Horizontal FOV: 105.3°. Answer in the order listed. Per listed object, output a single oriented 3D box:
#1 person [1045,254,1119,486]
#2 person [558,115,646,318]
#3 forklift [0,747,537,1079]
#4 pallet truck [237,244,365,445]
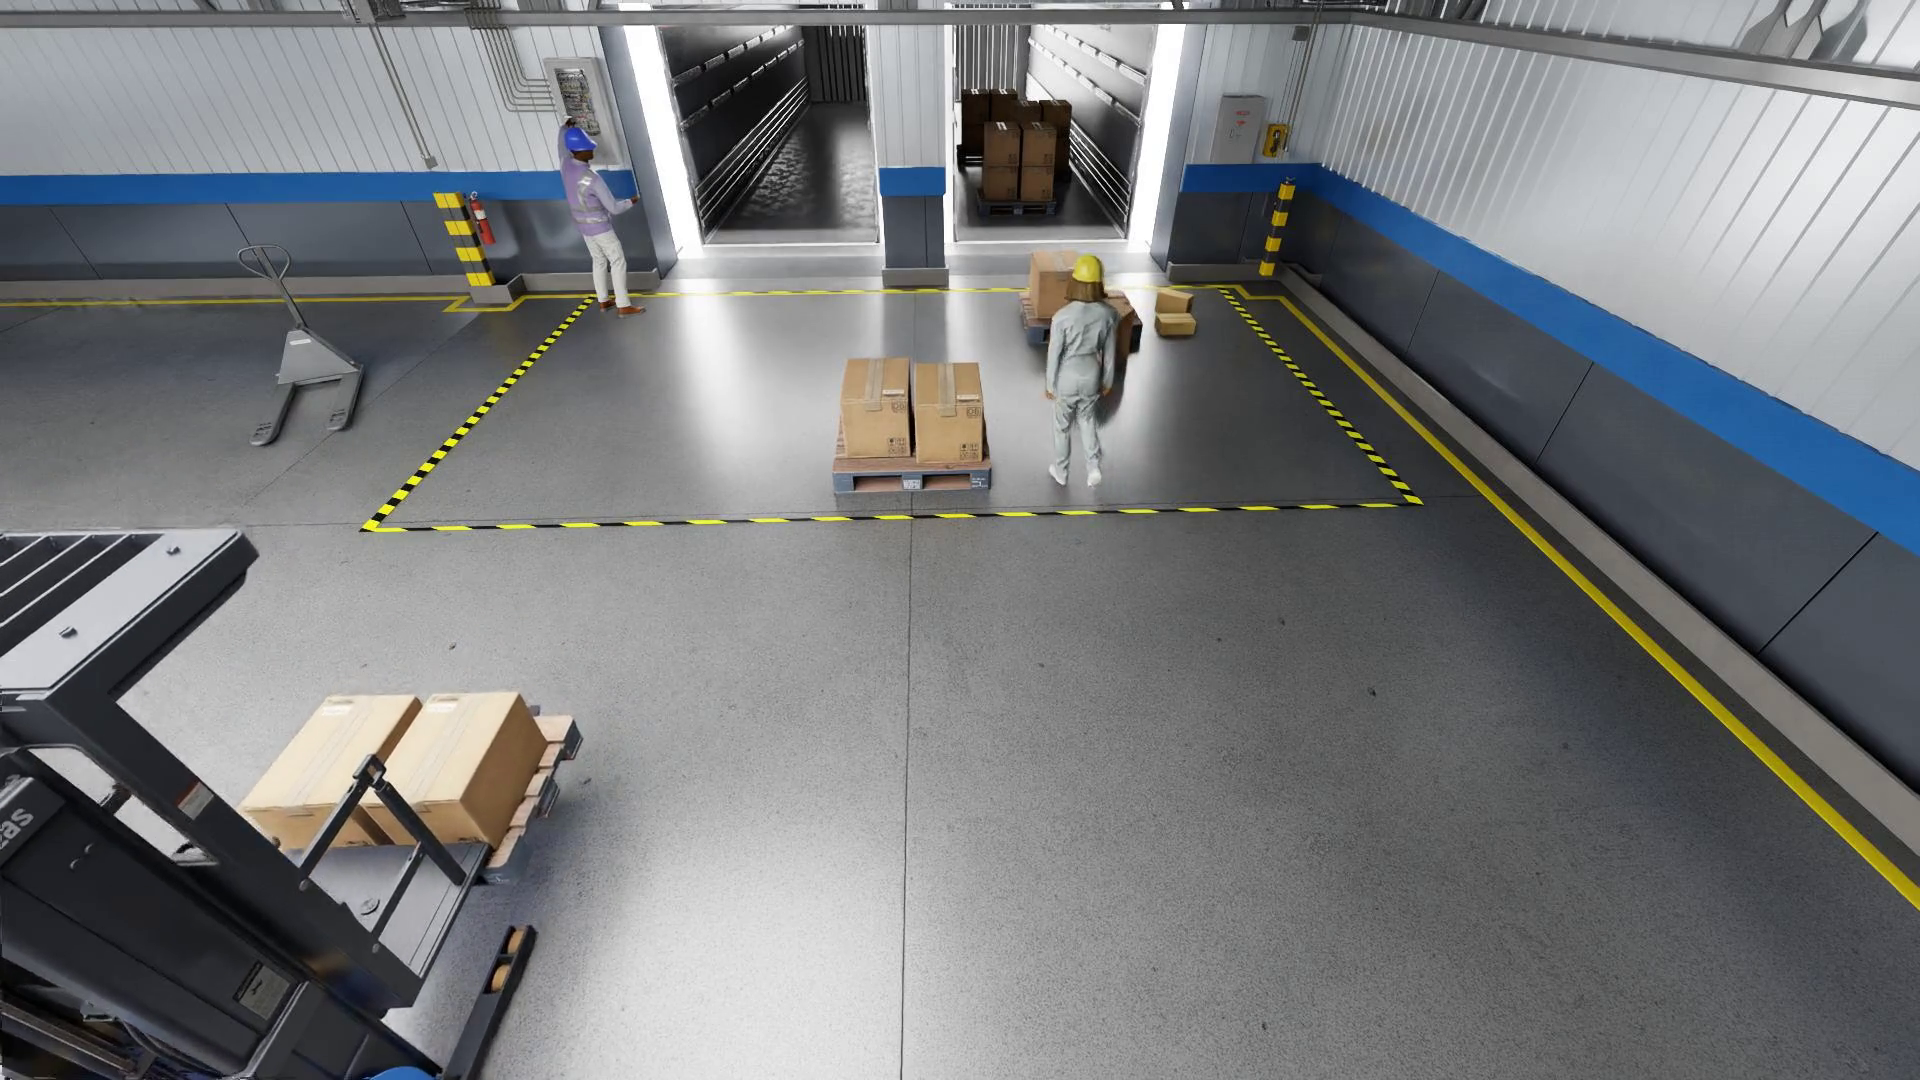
[{"bbox_3d":[0.859,-1.095,5.168,0.493,1.723,0.556,-10,39,-12],"label":"person"},{"bbox_3d":[-3.987,-3.523,8.086,1.064,1.908,0.684,24,44,27],"label":"person"},{"bbox_3d":[-2.114,1.410,1.760,0.716,2.013,0.776,-1,38,-1],"label":"forklift"},{"bbox_3d":[-5.915,-1.733,6.366,0.680,1.201,1.601,-18,42,-21],"label":"pallet truck"}]
